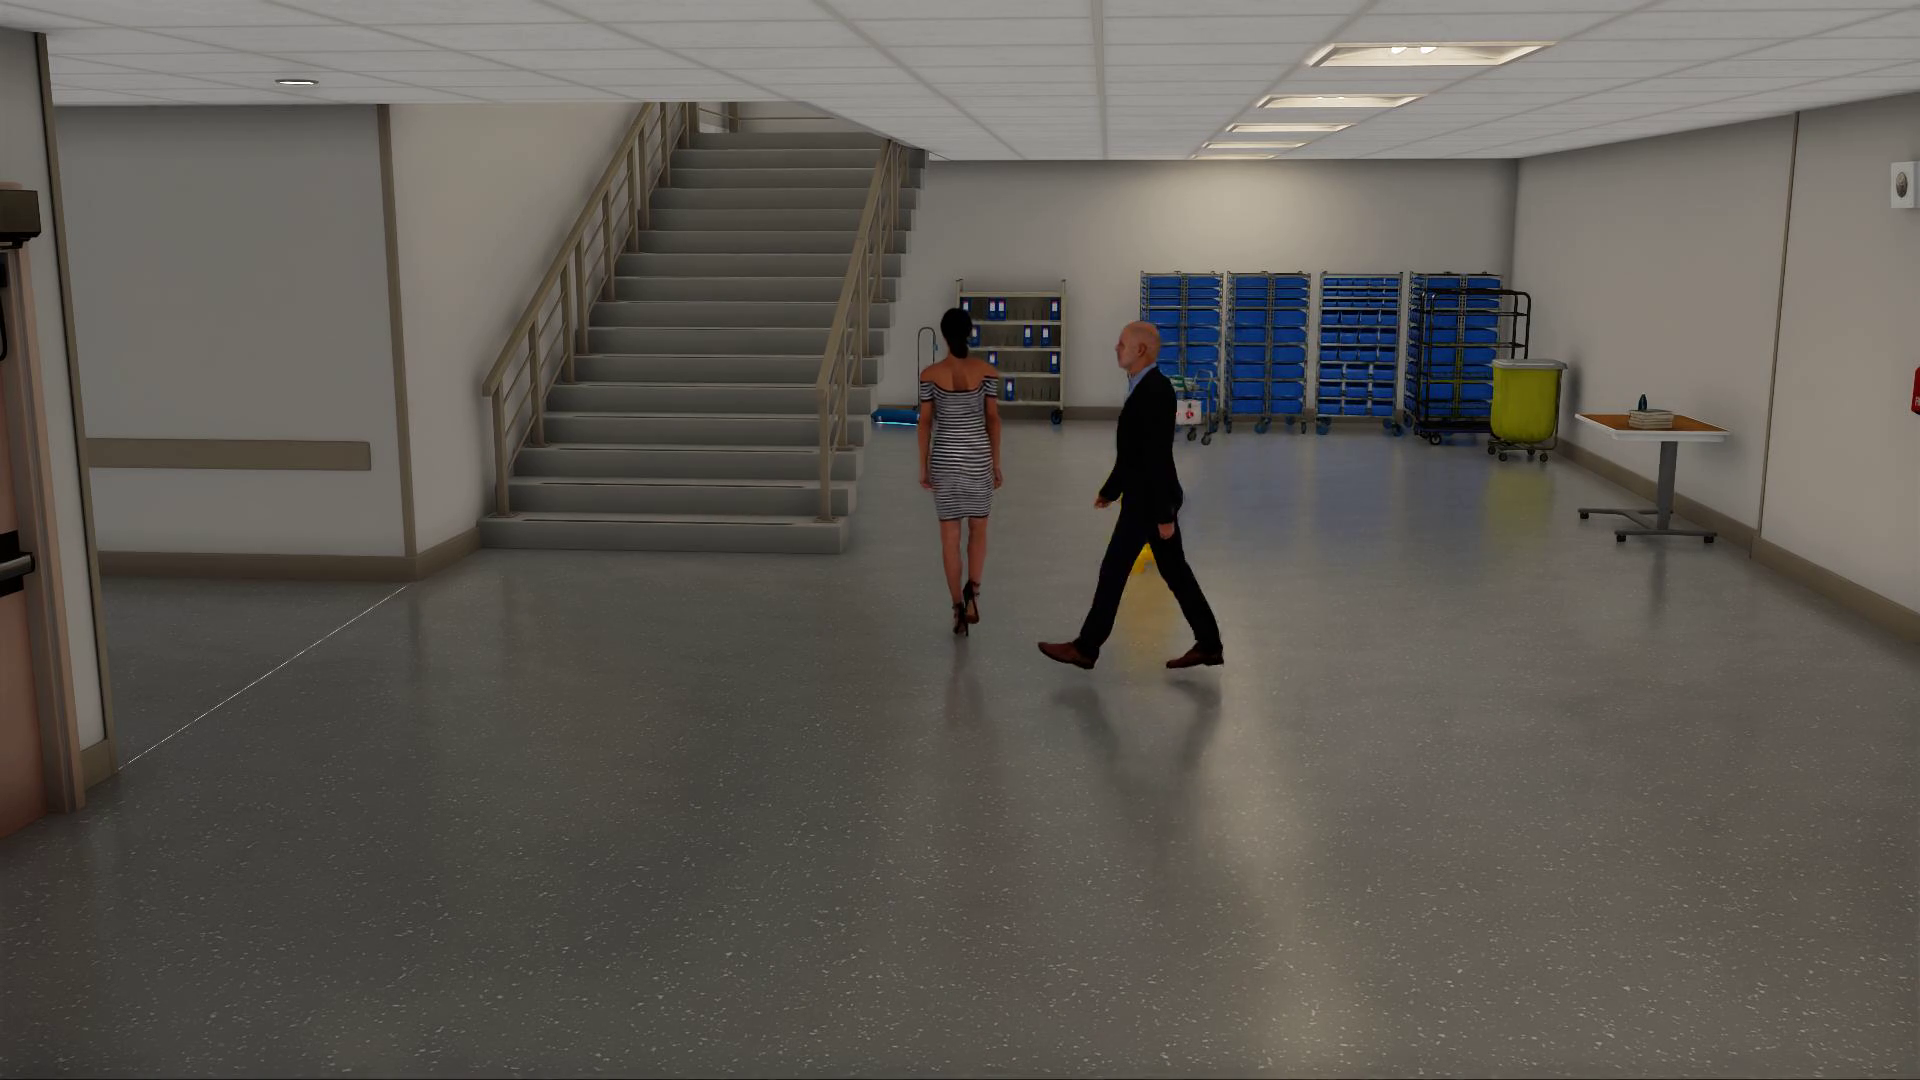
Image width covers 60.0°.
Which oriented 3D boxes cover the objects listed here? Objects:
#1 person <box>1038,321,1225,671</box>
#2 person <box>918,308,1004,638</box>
[{"bbox_3d":[1.028,-0.174,8.301,0.835,1.761,1.133,2,11,12],"label":"person"},{"bbox_3d":[0.011,-0.349,9.086,0.668,1.814,0.700,0,11,-3],"label":"person"}]
